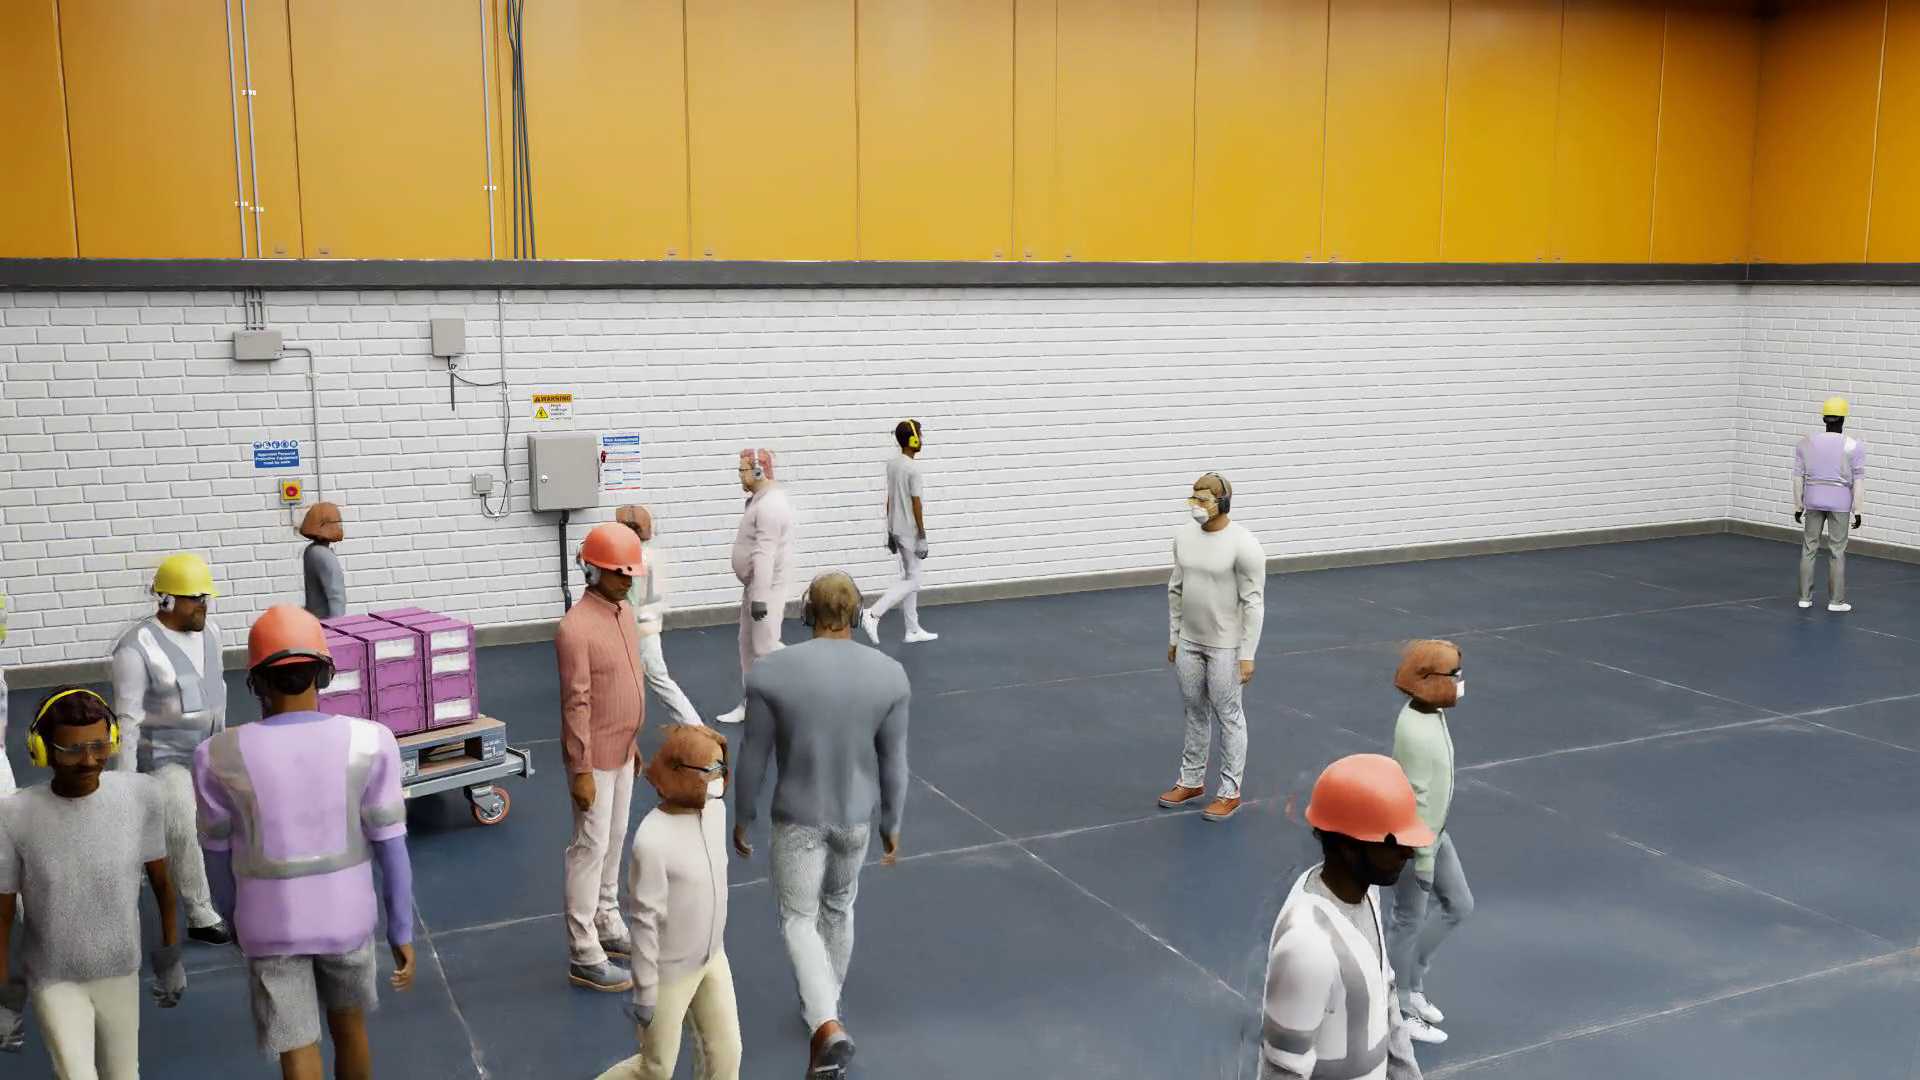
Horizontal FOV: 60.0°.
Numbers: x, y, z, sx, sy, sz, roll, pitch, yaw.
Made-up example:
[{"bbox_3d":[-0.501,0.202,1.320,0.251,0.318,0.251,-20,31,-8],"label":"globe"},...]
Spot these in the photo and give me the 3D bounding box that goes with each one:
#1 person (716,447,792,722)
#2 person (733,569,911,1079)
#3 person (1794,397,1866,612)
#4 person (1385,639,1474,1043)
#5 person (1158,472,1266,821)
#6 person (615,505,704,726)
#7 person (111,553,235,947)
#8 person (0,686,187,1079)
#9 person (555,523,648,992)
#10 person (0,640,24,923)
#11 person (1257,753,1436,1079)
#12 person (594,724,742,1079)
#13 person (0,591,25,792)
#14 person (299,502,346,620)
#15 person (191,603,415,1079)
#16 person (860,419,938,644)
[{"bbox_3d":[-1.231,0.320,11.098,0.745,1.880,0.669,-2,9,-12],"label":"person"},{"bbox_3d":[-0.495,1.082,6.302,0.684,1.907,0.863,-3,10,-16],"label":"person"},{"bbox_3d":[7.765,-0.316,14.878,0.585,1.929,0.363,8,12,42],"label":"person"},{"bbox_3d":[1.839,1.182,6.510,0.356,1.621,0.523,4,10,24],"label":"person"},{"bbox_3d":[1.403,0.584,9.259,0.379,1.940,0.629,-7,12,-39],"label":"person"},{"bbox_3d":[-1.965,0.568,10.404,0.837,1.603,0.526,-1,9,-7],"label":"person"},{"bbox_3d":[-3.621,0.934,7.539,0.767,1.799,0.612,3,9,15],"label":"person"},{"bbox_3d":[-2.703,1.307,5.125,0.546,1.835,0.799,-8,12,-40],"label":"person"},{"bbox_3d":[-1.499,0.907,7.118,0.406,1.982,0.614,2,9,10],"label":"person"},{"bbox_3d":[-4.357,0.981,7.272,0.956,1.787,0.634,5,10,27],"label":"person"},{"bbox_3d":[0.956,1.436,4.161,1.016,1.879,0.554,3,10,19],"label":"person"},{"bbox_3d":[-0.962,1.369,5.424,0.728,1.607,0.502,4,10,24],"label":"person"},{"bbox_3d":[-5.612,0.641,9.250,0.602,1.827,0.639,-5,11,-30],"label":"person"},{"bbox_3d":[-3.979,0.572,10.313,0.537,1.617,0.513,-6,11,-31],"label":"person"},{"bbox_3d":[-2.093,1.190,5.316,0.600,1.993,0.976,-5,10,-28],"label":"person"},{"bbox_3d":[-0.486,-0.050,13.452,0.673,1.856,0.520,-5,10,-26],"label":"person"}]
